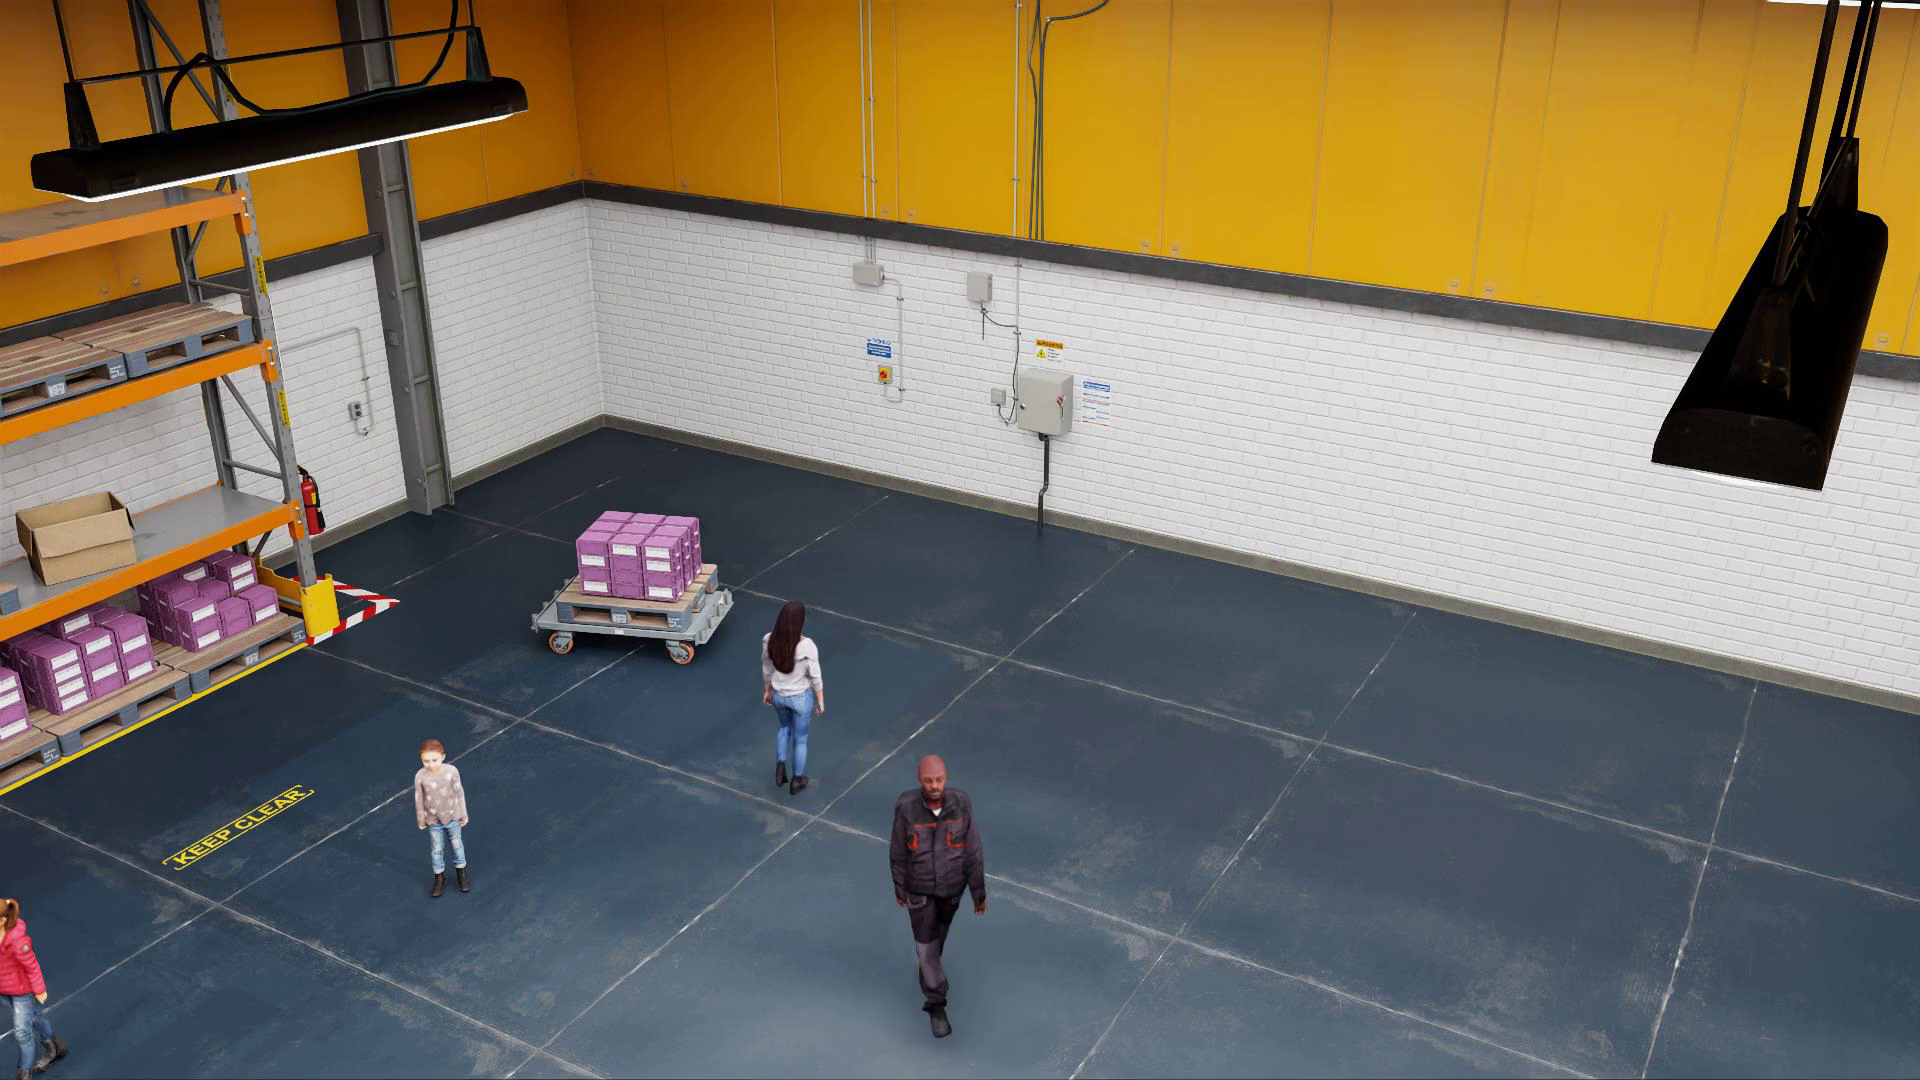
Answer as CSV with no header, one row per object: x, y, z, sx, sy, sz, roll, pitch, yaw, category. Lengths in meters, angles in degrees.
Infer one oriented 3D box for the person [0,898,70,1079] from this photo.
-5.545,2.622,9.868,0.590,1.294,0.815,9,25,19,person

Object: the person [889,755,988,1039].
-0.171,2.094,10.450,1.184,1.794,1.242,-7,24,-15,person

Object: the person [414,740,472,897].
-3.612,1.913,11.613,0.556,1.194,0.618,-6,24,-14,person

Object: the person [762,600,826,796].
-1.307,1.241,12.618,0.673,1.621,0.644,8,25,18,person
